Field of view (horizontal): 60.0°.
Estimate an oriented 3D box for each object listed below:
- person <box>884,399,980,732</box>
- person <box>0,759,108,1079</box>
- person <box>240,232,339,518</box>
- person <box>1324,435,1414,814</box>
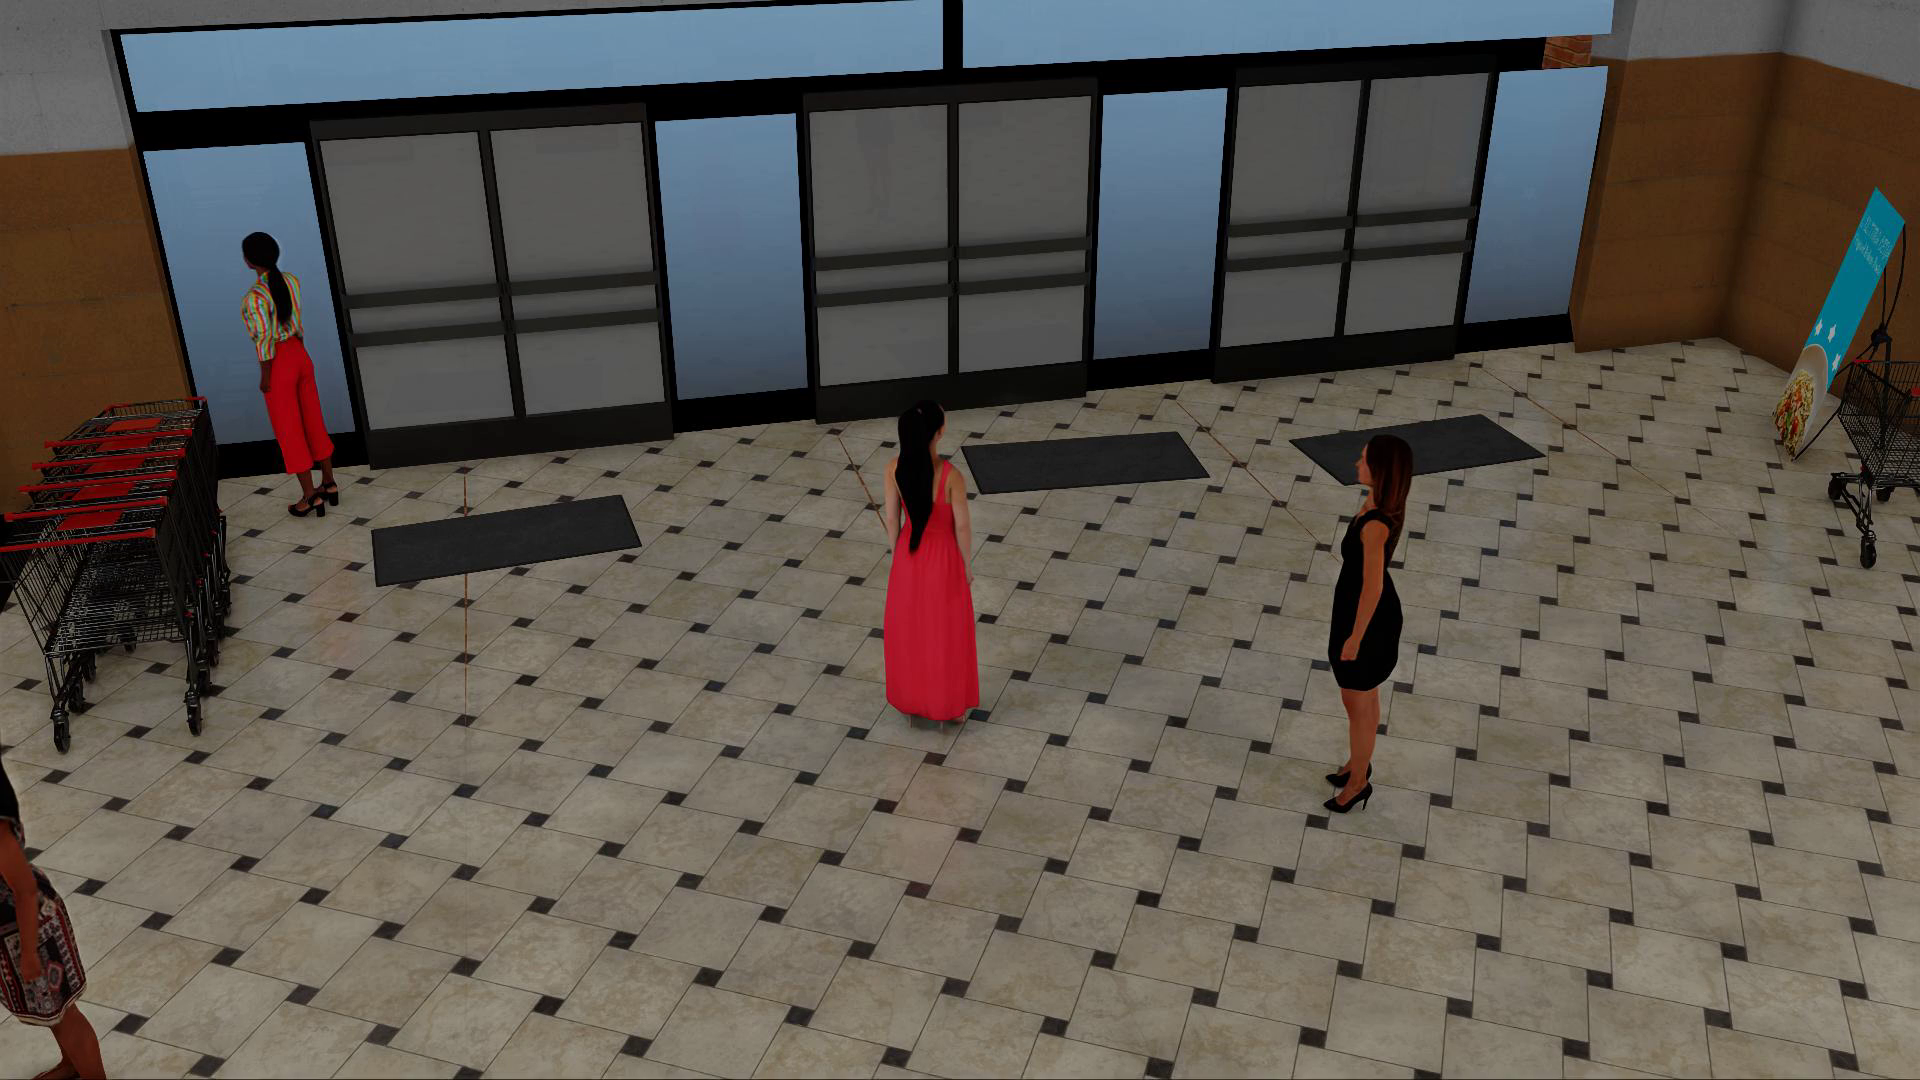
[{"bbox_3d":[-0.151,0.136,7.929,0.716,1.727,0.754,10,29,20],"label":"person"},{"bbox_3d":[-3.224,1.313,5.700,0.785,1.644,0.640,-23,35,-37],"label":"person"},{"bbox_3d":[-4.081,-0.994,10.085,0.741,1.792,0.636,8,28,15],"label":"person"},{"bbox_3d":[1.783,0.391,7.309,0.733,1.834,0.641,10,28,18],"label":"person"}]
